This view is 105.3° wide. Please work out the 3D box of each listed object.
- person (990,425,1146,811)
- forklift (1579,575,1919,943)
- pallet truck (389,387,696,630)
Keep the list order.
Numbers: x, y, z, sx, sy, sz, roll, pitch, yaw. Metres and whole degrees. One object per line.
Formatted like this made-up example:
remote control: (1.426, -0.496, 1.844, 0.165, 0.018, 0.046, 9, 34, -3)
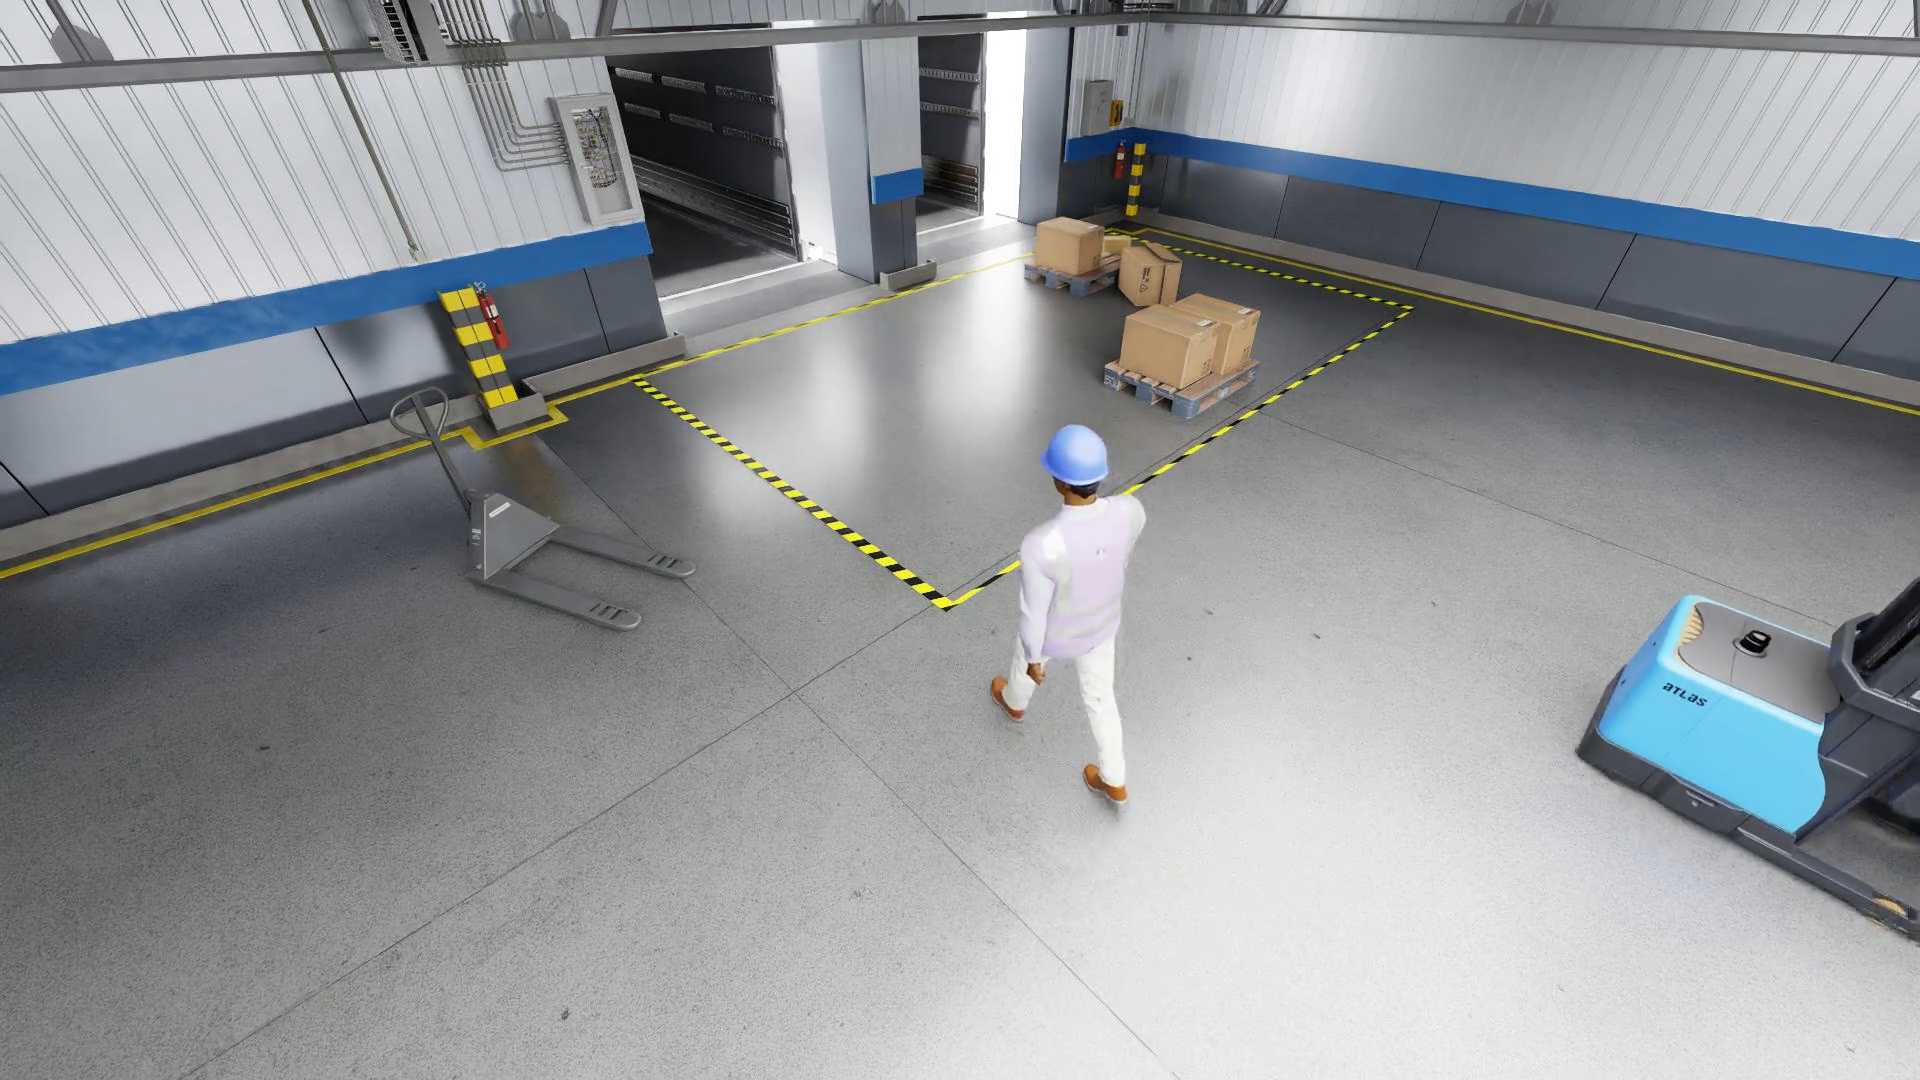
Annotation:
person: (0.498, 0.349, 3.290, 0.607, 1.896, 1.018, -15, 40, -19)
forklift: (3.727, 0.393, 3.110, 0.716, 2.013, 0.776, -30, 47, -33)
pallet truck: (-2.613, -0.247, 4.593, 1.601, 1.201, 0.680, 14, 40, 17)
